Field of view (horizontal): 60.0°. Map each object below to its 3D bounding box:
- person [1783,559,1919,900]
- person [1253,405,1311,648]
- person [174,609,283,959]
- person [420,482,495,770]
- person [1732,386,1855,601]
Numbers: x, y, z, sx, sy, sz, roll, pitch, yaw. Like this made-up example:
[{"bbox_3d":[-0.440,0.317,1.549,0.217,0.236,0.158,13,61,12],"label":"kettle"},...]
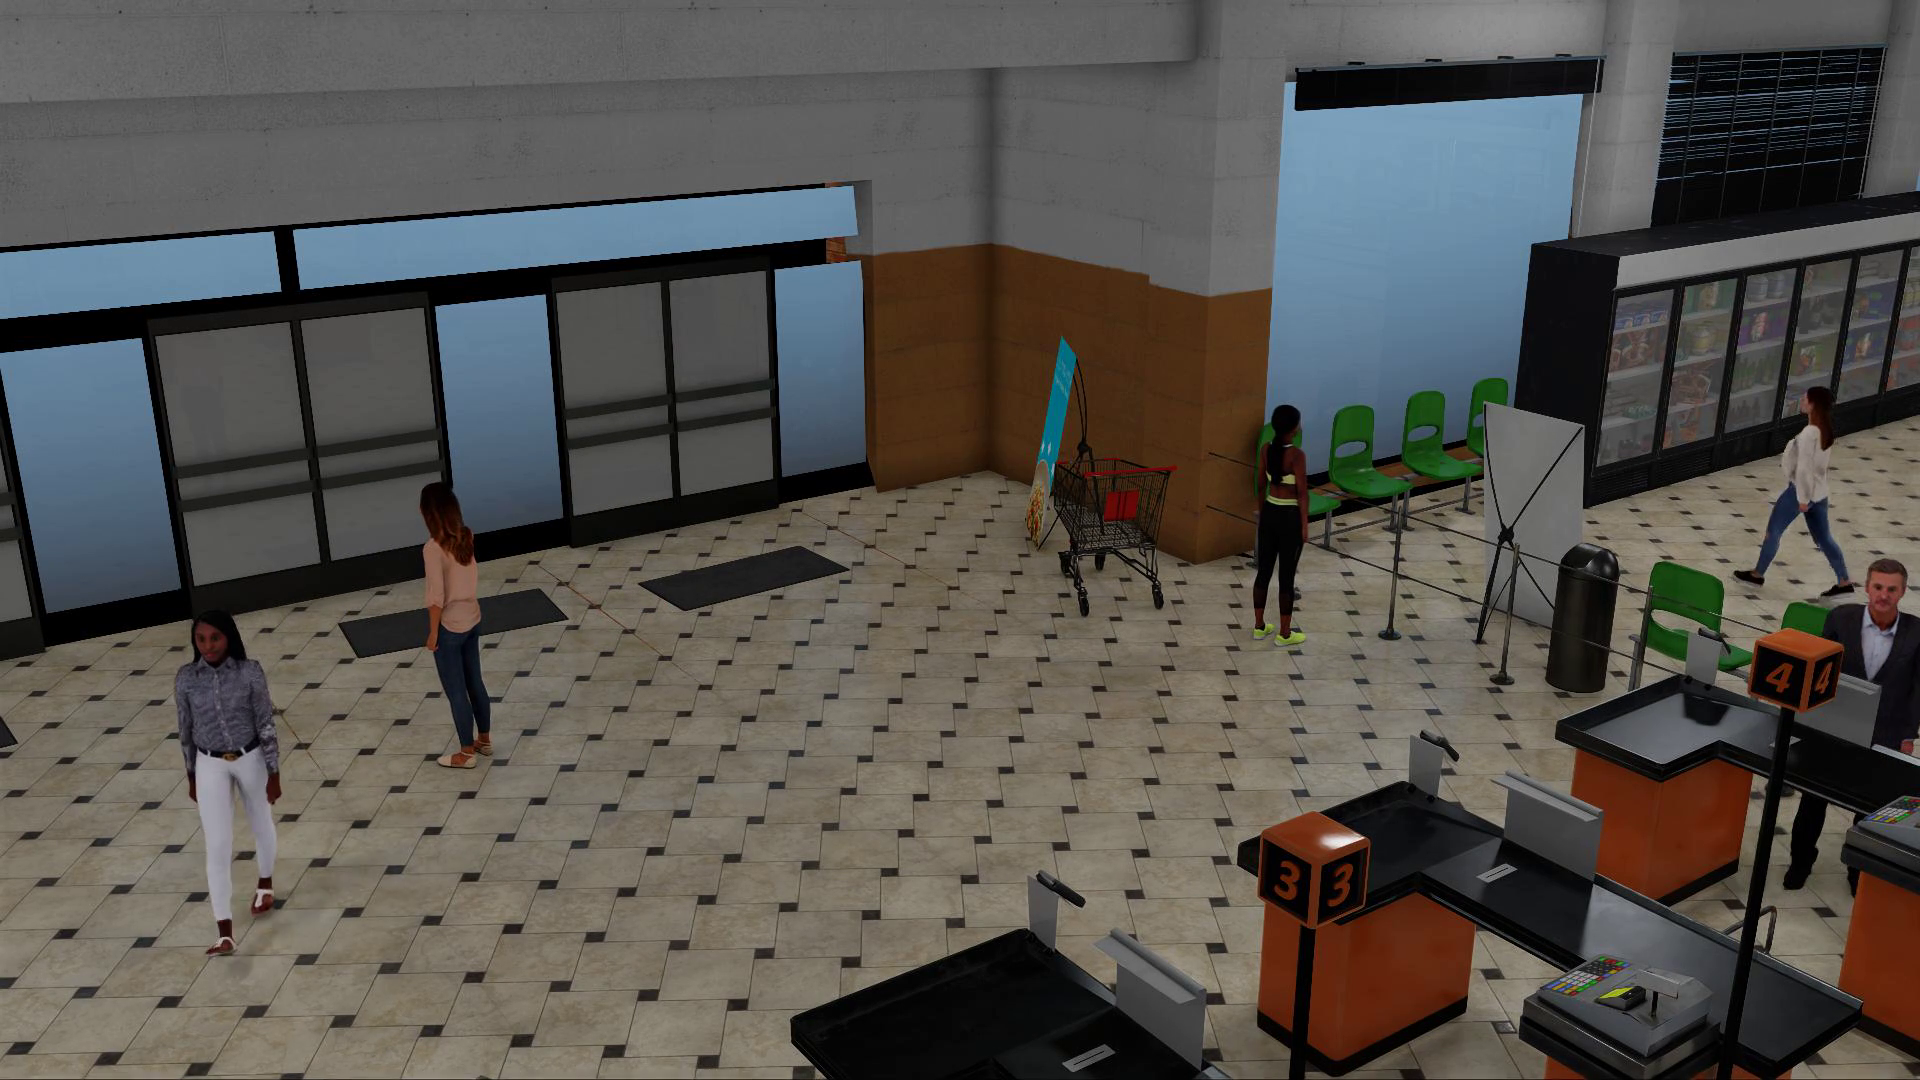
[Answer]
[{"bbox_3d":[4.653,0.961,8.609,0.741,1.842,0.865,8,20,23],"label":"person"},{"bbox_3d":[2.291,-0.107,11.911,0.654,1.755,0.496,-18,25,-42],"label":"person"},{"bbox_3d":[-3.610,1.135,8.325,0.875,1.693,1.147,-5,19,-13],"label":"person"},{"bbox_3d":[-3.036,0.512,10.019,0.702,1.791,0.675,6,20,18],"label":"person"},{"bbox_3d":[6.547,-0.315,12.691,0.675,1.651,1.135,-15,24,-38],"label":"person"}]
